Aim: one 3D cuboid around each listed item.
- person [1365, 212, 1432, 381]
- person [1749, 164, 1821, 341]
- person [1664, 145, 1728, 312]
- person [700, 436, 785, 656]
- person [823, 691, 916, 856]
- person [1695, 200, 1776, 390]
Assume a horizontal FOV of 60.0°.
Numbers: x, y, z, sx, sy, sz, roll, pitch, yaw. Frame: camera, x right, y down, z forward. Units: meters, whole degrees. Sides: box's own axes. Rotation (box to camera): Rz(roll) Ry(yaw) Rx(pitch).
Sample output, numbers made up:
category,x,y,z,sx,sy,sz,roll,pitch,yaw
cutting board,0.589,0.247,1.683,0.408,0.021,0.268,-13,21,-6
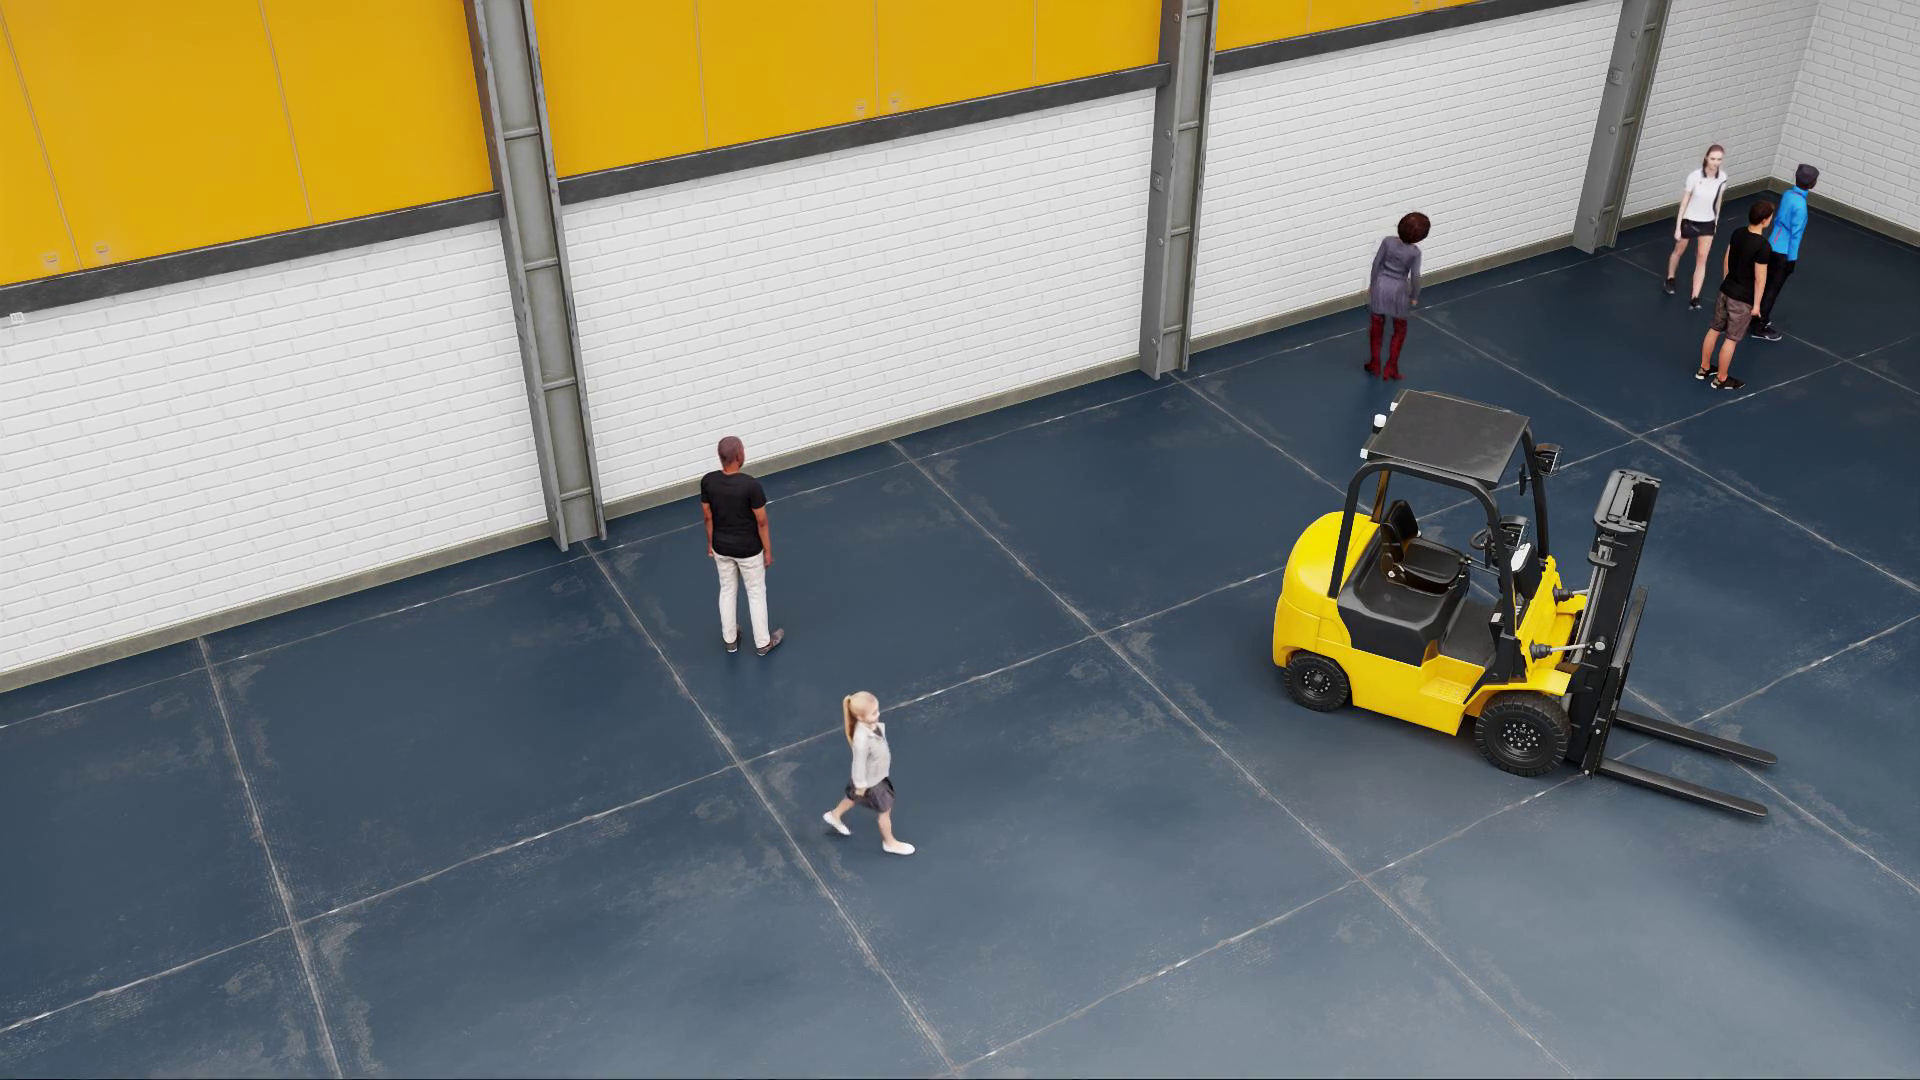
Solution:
category,x,y,z,sx,sy,sz,roll,pitch,yaw
person,4.088,-2.349,15.888,0.750,1.690,0.773,6,34,9
person,8.198,-2.895,16.615,0.705,1.794,0.695,1,34,2
person,7.629,-3.297,17.303,1.135,1.700,1.132,5,34,7
person,-1.626,0.058,12.163,0.760,1.802,0.818,9,35,13
person,-0.629,1.455,10.552,0.913,1.260,0.816,5,34,7
person,7.339,-2.330,15.703,0.655,1.862,0.722,-10,35,-15
